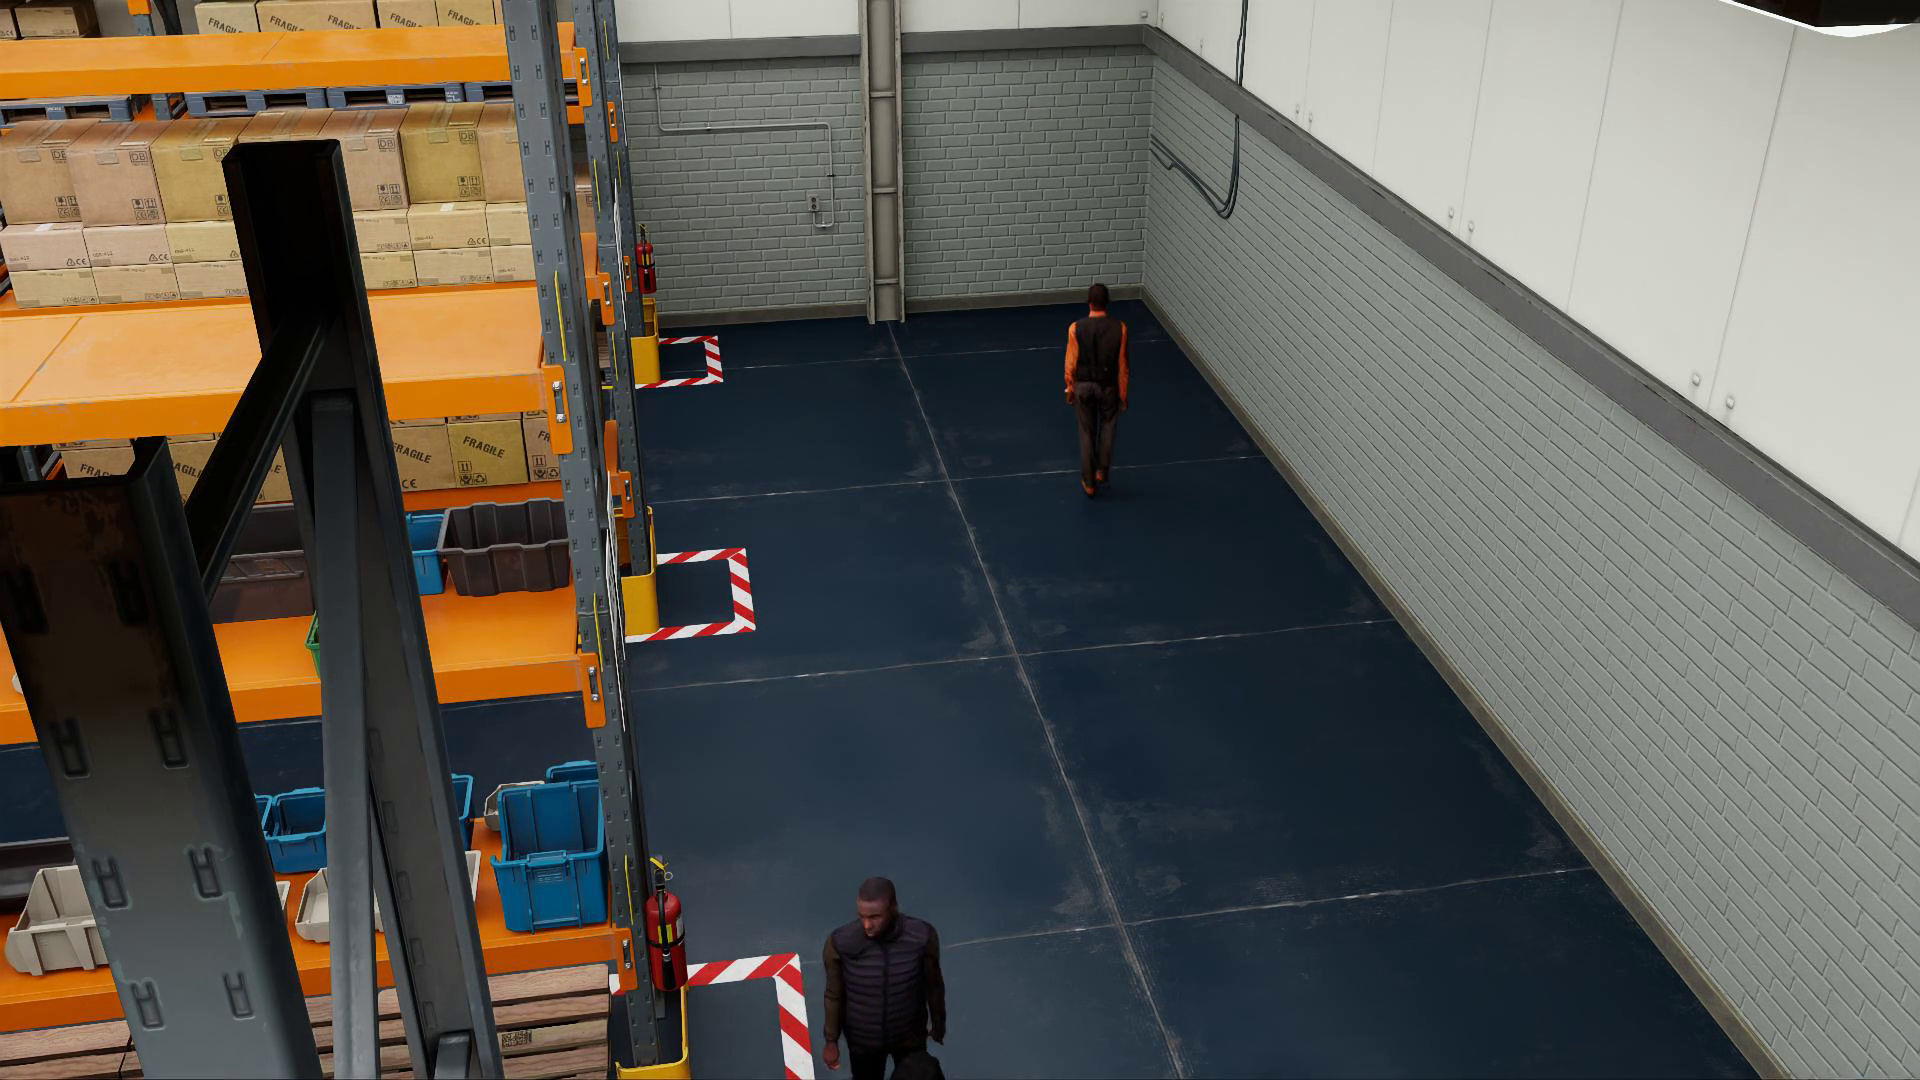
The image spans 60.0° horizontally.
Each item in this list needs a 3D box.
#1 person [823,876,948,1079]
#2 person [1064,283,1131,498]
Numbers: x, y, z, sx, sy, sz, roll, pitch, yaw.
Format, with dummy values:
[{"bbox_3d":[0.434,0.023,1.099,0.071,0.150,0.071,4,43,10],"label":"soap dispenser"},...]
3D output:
[{"bbox_3d":[-0.367,2.244,7.754,0.920,1.811,0.832,-5,28,-10],"label":"person"},{"bbox_3d":[1.168,-1.237,14.198,0.702,1.899,0.840,1,28,2],"label":"person"}]
